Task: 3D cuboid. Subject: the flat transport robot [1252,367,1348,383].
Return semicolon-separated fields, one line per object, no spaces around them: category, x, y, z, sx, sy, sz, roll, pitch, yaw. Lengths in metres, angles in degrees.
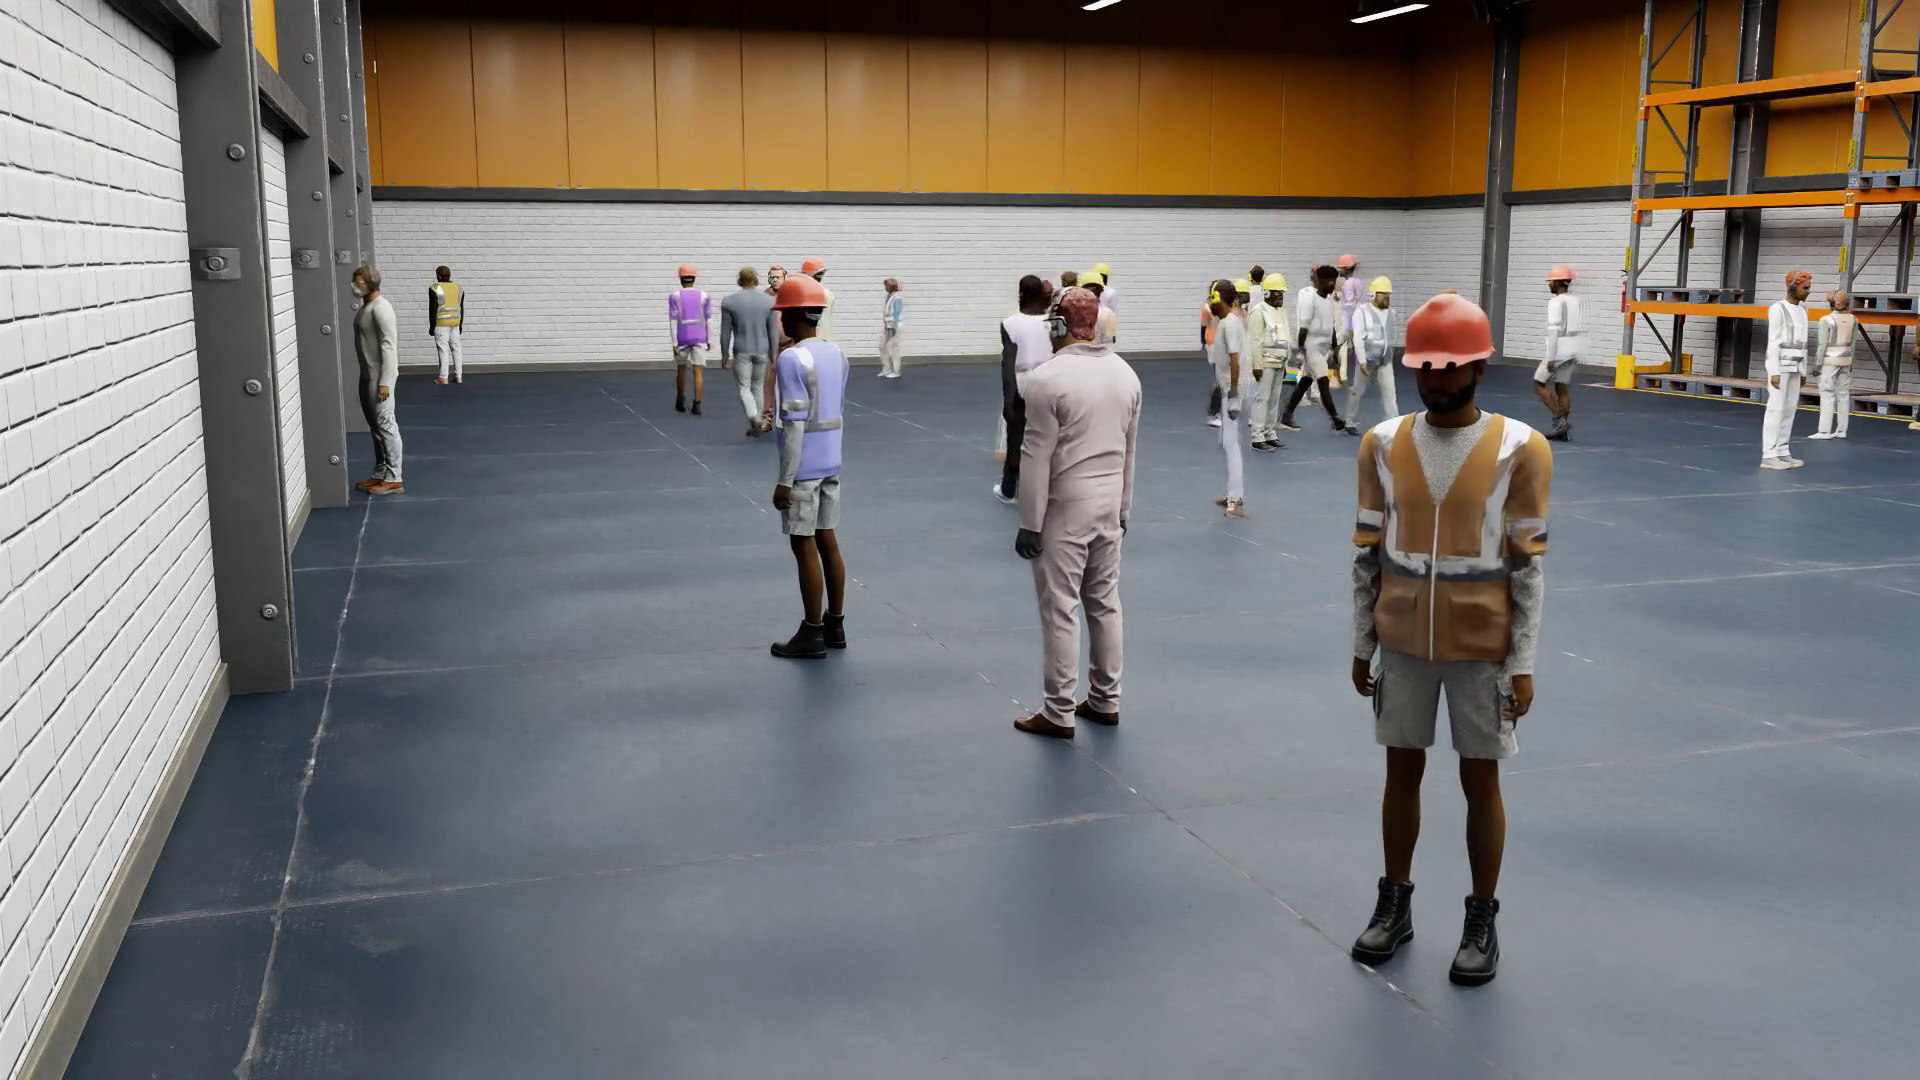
flat transport robot;5.282;-2.584;26.059;0.652;0.197;1.431;-9;13;-43

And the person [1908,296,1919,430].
person;11.294;-2.277;19.163;0.674;2.000;0.535;0;10;2

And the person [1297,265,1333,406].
person;4.749;-2.730;22.242;0.584;1.881;0.337;-5;11;-29

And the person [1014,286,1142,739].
person;0.478;-0.118;7.085;0.640;1.902;0.402;-9;14;-43

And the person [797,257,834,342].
person;-1.631;-2.185;18.782;0.393;1.990;0.649;4;10;21

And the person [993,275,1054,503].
person;0.573;-1.171;13.266;0.609;1.863;1.031;-4;11;-24

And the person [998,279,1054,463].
person;0.778;-1.594;15.938;0.988;1.785;0.633;6;12;32

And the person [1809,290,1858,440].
person;9.553;-1.904;18.171;0.523;1.638;0.310;-3;10;-19

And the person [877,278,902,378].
person;-1.171;-3.448;27.105;0.479;1.624;0.548;-5;11;-26

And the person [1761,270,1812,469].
person;7.870;-1.612;15.799;0.576;1.880;0.379;-7;12;-34

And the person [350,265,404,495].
person;-4.968;-1.358;14.143;0.357;1.937;0.638;-7;12;-34

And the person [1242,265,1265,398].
person;4.141;-2.914;23.350;0.513;1.871;0.329;-1;10;-5

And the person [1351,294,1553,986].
person;1.347;0.284;4.670;0.543;1.931;0.384;6;11;30

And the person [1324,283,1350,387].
person;5.810;-3.187;25.754;0.503;1.587;0.856;-1;10;-6

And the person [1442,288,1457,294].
person;6.044;-2.321;20.644;0.507;1.620;0.612;4;11;23

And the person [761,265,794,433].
person;-2.054;-2.165;18.906;0.651;1.906;0.401;0;10;0

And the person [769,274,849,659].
person;-0.788;-0.367;8.409;0.367;1.935;0.552;4;11;24

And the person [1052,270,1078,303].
person;1.462;-2.637;21.916;0.630;1.821;0.818;-7;12;-37

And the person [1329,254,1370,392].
person;5.676;-3.189;24.530;0.856;2.008;0.619;6;12;32

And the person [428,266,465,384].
person;-8.045;-3.359;26.007;0.429;1.844;0.625;7;12;35

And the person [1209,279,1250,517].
person;2.096;-1.115;13.068;0.361;1.839;0.703;2;10;11

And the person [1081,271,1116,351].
person;1.164;-1.567;15.533;0.577;1.883;0.819;6;11;31

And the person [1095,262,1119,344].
person;1.952;-2.987;23.635;0.589;1.915;0.592;4;11;23

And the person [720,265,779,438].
person;-2.281;-2.038;18.175;0.648;1.913;0.699;-4;10;-20

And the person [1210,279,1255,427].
person;3.294;-2.153;19.350;0.831;1.733;0.533;7;12;33

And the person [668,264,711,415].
person;-3.456;-2.565;21.250;0.555;1.894;0.945;-3;10;-15

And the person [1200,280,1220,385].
person;3.493;-2.675;22.531;0.546;1.660;0.748;-1;10;-6

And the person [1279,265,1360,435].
person;4.080;-2.154;18.857;1.049;1.896;0.625;7;12;36

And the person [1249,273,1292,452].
person;3.212;-1.828;17.175;0.404;1.829;0.600;8;12;38

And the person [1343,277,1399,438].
person;4.533;-1.966;18.134;0.593;1.784;0.945;-4;10;-21

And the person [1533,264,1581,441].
person;6.490;-2.030;18.075;0.570;1.918;0.410;-8;13;-40
